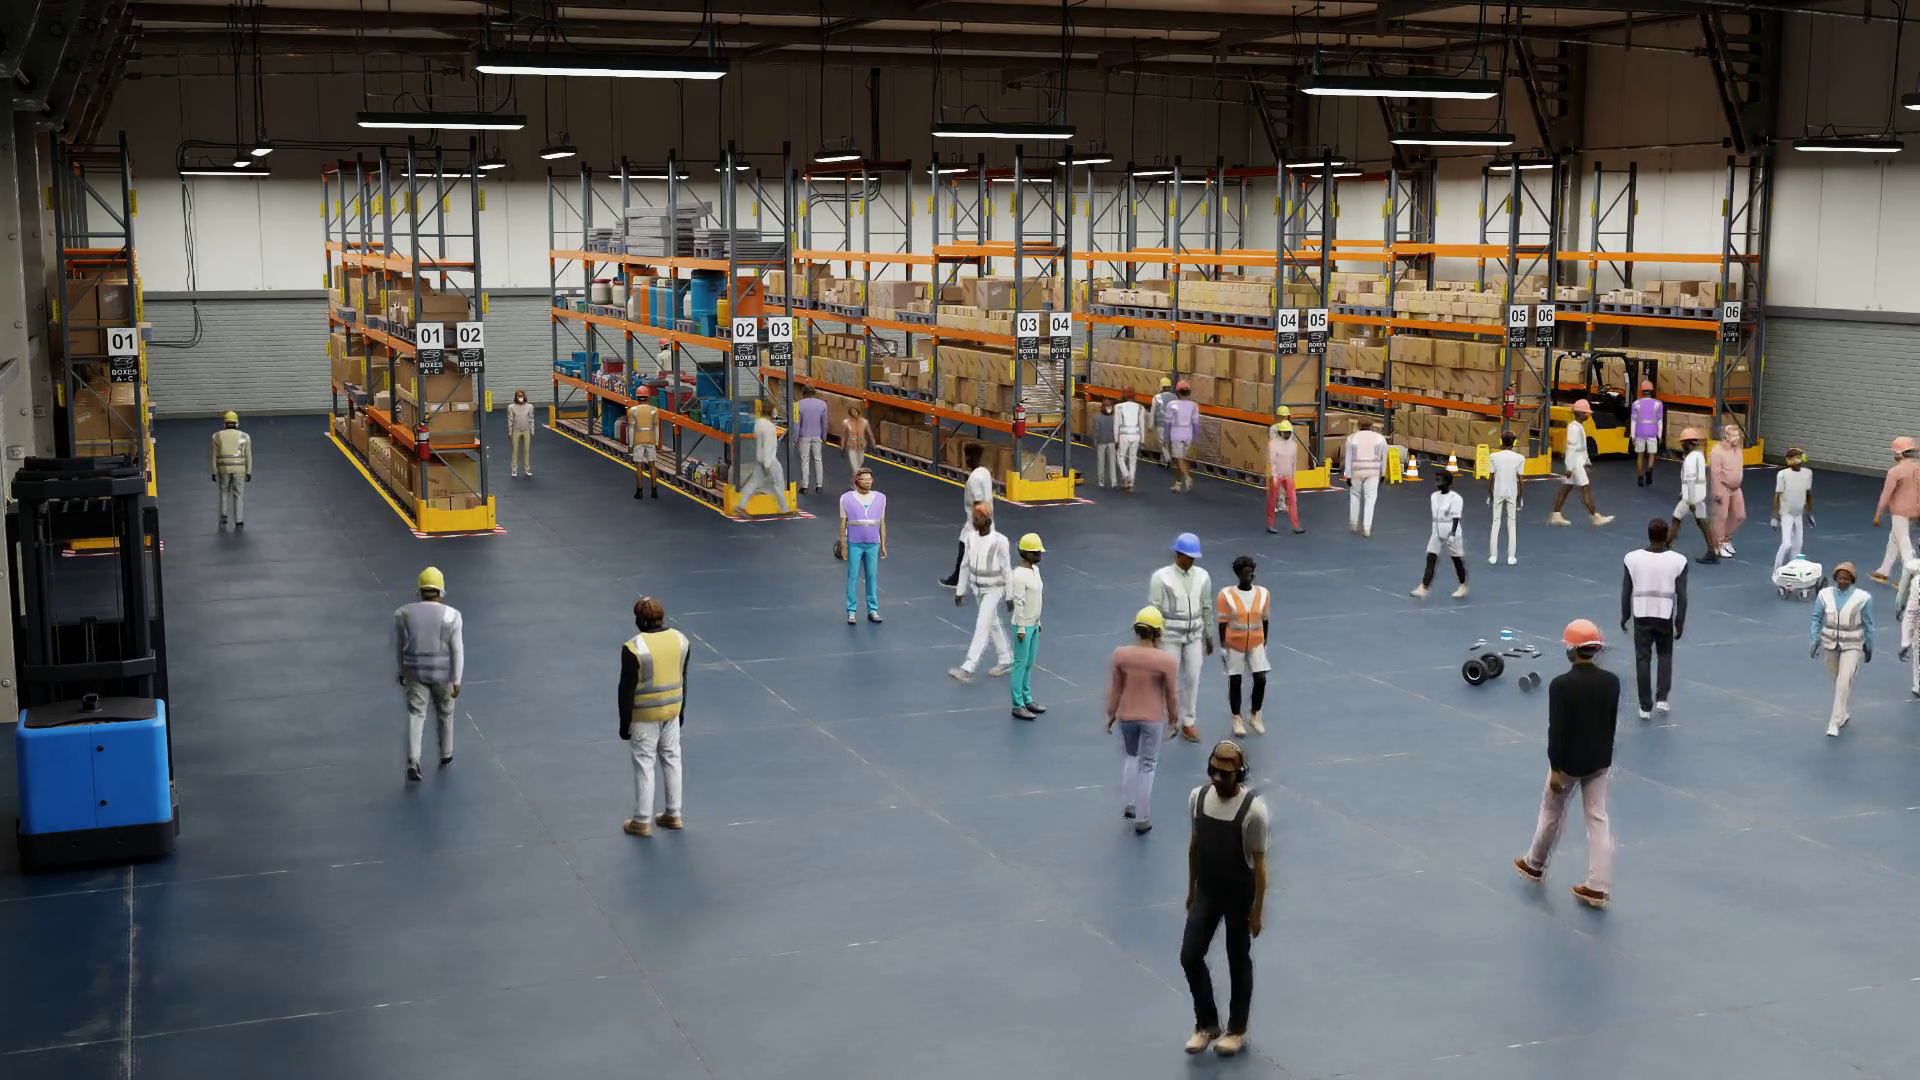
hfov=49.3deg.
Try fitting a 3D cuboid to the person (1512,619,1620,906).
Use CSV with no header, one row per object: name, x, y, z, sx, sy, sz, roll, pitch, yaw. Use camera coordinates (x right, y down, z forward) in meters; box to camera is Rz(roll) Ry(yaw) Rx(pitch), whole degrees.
person,4.285,1.514,14.699,0.642,1.947,0.973,-3,9,-20

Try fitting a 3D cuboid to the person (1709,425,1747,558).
person,10.874,-0.693,29.634,0.637,1.890,0.421,-5,10,-28

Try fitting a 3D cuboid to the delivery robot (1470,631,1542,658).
delivery robot,5.590,1.045,21.437,0.698,0.223,0.335,6,10,36

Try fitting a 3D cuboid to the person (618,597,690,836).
person,-2.378,1.350,16.190,0.429,1.838,0.631,8,12,43

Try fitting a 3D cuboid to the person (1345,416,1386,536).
person,6.181,-0.998,31.957,0.629,1.800,0.920,1,9,9

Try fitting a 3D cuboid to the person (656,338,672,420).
person,-7.131,-3.905,50.729,0.407,1.986,0.615,6,11,37

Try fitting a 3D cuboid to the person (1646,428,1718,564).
person,10.155,-0.618,29.219,0.983,1.869,0.544,7,11,40

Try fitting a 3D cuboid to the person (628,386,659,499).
person,-5.454,-1.689,36.103,0.543,1.939,0.362,-3,9,-18

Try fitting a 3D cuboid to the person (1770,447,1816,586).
person,10.859,-0.309,27.260,0.587,1.846,0.408,-3,9,-18

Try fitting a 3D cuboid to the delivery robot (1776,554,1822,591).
delivery robot,10.600,0.424,26.442,0.477,0.478,0.707,8,11,42

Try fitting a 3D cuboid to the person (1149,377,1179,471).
person,3.940,-2.215,40.091,0.598,1.806,0.829,-3,9,-20

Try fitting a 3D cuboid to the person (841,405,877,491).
person,-1.775,-1.574,36.525,0.599,1.578,0.896,-3,9,-17

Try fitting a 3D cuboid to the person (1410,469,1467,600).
person,6.063,-0.067,26.239,0.869,1.648,0.541,-6,10,-34

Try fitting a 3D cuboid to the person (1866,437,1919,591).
person,12.096,-0.358,27.149,0.644,1.955,0.908,-5,10,-31

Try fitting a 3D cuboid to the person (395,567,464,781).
person,-4.522,1.129,17.816,0.600,1.802,0.888,0,9,-3

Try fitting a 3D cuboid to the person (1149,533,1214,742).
person,1.983,0.861,19.183,0.653,1.918,0.634,-4,9,-23

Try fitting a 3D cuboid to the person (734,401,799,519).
person,-3.129,-1.274,33.511,1.005,1.905,0.631,-3,9,-22

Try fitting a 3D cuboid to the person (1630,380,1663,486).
person,12.341,-1.914,37.659,0.571,1.924,0.541,3,9,18

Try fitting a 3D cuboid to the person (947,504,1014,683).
person,0.223,0.540,21.612,0.998,1.824,0.598,-7,11,-41

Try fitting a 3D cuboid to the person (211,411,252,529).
person,-11.340,-1.097,32.646,0.601,1.800,0.521,-2,9,-15

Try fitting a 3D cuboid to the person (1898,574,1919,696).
person,8.815,0.943,18.788,0.645,1.872,0.862,7,11,40

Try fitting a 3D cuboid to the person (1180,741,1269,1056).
person,1.467,2.019,11.745,0.538,1.825,0.578,6,11,37

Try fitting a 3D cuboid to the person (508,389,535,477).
person,-8.223,-2.010,39.254,0.501,1.633,0.286,-4,9,-22

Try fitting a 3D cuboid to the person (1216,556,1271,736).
person,2.600,0.978,19.184,0.535,1.680,0.448,-1,9,-8

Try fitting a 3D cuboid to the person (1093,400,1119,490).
person,2.622,-1.707,37.403,0.503,1.587,0.871,-1,9,-4

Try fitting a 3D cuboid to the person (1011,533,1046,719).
person,0.663,0.810,20.025,0.315,1.766,0.533,3,9,21

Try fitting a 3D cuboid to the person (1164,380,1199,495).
person,3.912,-1.779,36.535,0.611,2.010,0.895,-3,9,-20

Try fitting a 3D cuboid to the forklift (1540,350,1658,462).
forklift,12.897,-2.725,42.309,2.313,2.155,1.214,-3,9,-21

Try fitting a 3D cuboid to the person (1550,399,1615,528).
person,9.691,-1.184,32.557,0.999,1.993,0.623,2,9,16

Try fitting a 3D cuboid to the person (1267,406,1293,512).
person,5.292,-1.342,34.439,0.487,1.743,0.315,-6,10,-33

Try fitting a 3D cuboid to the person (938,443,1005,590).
person,0.251,-0.302,26.965,1.023,1.920,0.605,4,9,24

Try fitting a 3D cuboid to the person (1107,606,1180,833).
person,1.437,1.378,16.264,0.561,1.745,0.532,4,9,24

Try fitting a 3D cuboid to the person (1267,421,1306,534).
person,4.939,-0.936,31.789,0.532,1.731,0.861,-3,9,-21

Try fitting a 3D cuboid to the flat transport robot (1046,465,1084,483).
flat transport robot,1.702,-1.219,38.651,0.652,0.197,1.431,-3,9,-20

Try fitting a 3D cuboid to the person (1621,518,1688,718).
person,6.646,0.732,20.097,0.594,1.895,0.667,2,9,16

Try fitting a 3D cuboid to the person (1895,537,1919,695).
person,9.703,0.723,21.104,0.532,1.605,0.737,2,9,11

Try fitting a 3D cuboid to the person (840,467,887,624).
person,-1.148,0.055,24.774,0.565,1.849,0.388,-3,9,-19

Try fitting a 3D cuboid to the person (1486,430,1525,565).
person,7.576,-0.596,29.099,0.500,1.862,0.330,2,9,14

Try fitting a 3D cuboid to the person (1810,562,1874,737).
person,8.159,0.993,19.390,0.519,1.593,0.841,8,12,43

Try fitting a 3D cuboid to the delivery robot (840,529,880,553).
delivery robot,-1.416,-0.069,29.712,0.477,0.478,0.707,4,10,25

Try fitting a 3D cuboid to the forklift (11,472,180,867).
forklift,-6.630,0.886,15.957,1.129,2.768,1.873,-3,9,-21

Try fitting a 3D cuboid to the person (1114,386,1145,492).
person,2.995,-1.780,36.952,0.587,1.868,0.478,-2,9,-14

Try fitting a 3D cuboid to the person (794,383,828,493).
person,-2.636,-1.794,36.804,0.637,1.938,0.357,-3,9,-20
